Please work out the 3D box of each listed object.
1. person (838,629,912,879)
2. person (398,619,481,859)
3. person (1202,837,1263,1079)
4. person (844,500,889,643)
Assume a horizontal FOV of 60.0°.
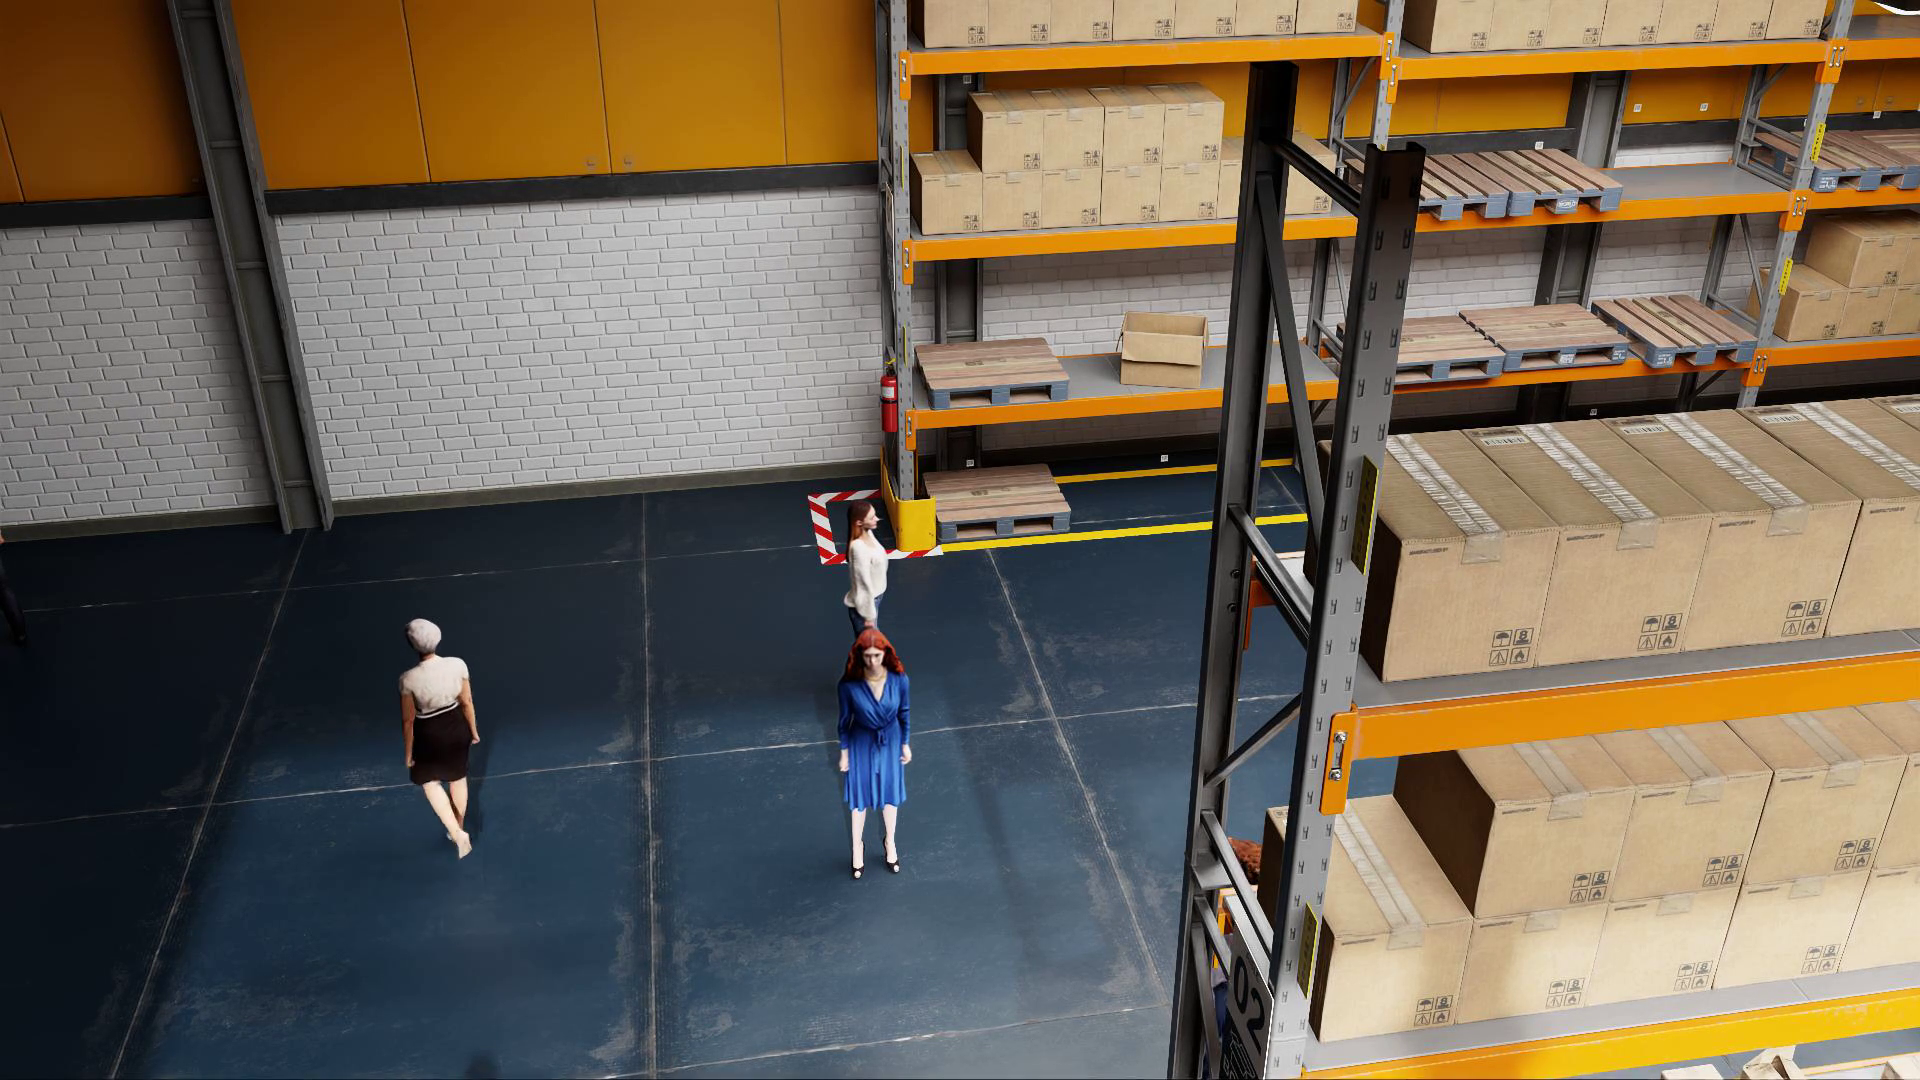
[{"bbox_3d":[-0.531,1.343,10.496,0.498,1.827,0.669,-5,29,-10],"label":"person"},{"bbox_3d":[-3.286,1.329,10.613,0.875,1.740,0.895,-19,34,-30],"label":"person"},{"bbox_3d":[1.526,2.277,8.934,1.192,1.683,0.795,-11,31,-20],"label":"person"},{"bbox_3d":[-0.703,0.469,12.238,0.604,1.692,0.654,0,29,1],"label":"person"}]
